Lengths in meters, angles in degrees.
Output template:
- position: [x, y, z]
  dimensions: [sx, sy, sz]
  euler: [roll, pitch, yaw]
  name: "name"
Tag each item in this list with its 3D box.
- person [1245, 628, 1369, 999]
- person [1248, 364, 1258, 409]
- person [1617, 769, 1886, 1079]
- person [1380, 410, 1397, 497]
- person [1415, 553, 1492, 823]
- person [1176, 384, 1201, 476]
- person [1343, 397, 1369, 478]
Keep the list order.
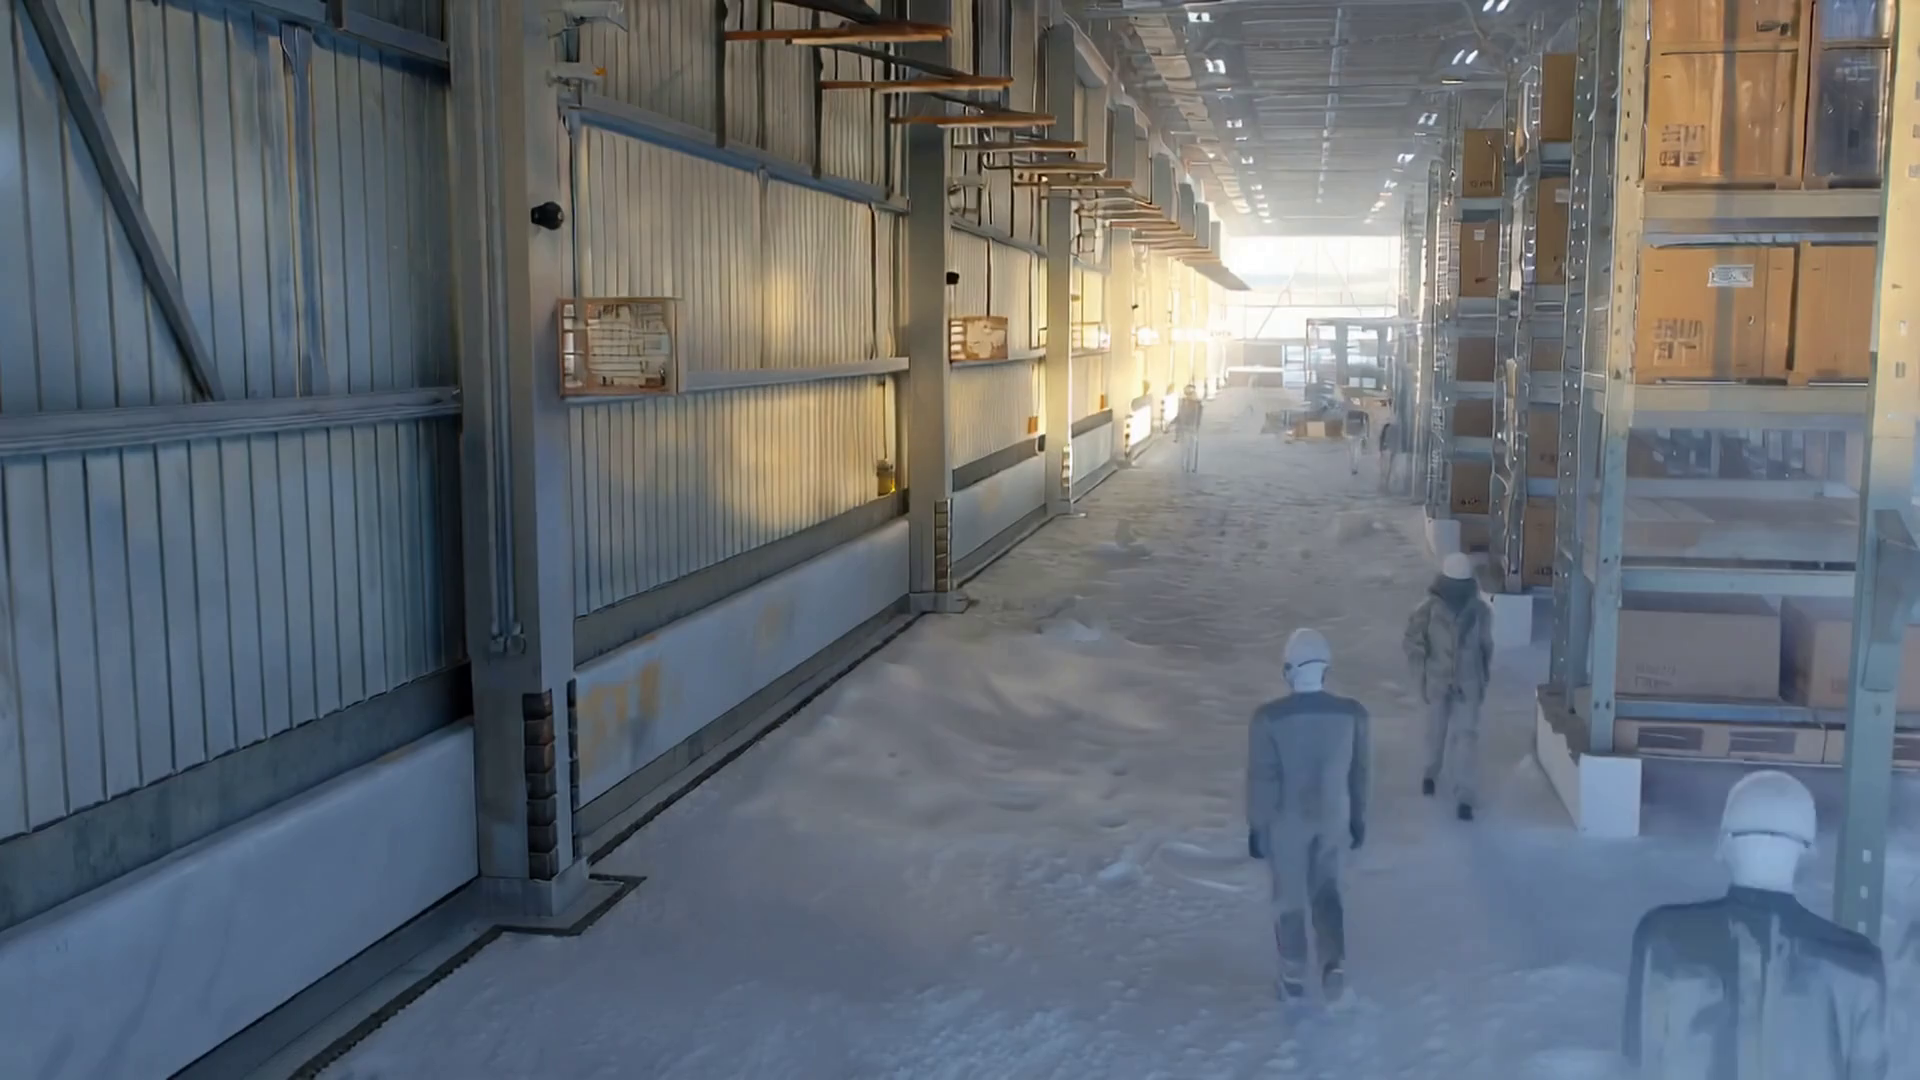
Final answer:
- position: [1.595, 1.272, 7.700]
  dimensions: [0.584, 1.740, 0.381]
  euler: [-1, 7, -9]
  name: "person"
- position: [11.908, -6.242, 67.526]
  dimensions: [0.403, 1.834, 0.580]
  euler: [7, 10, 43]
  name: "person"
- position: [2.045, 1.579, 4.326]
  dimensions: [0.645, 1.975, 0.485]
  euler: [2, 7, 16]
  name: "person"
- position: [8.097, -1.643, 31.458]
  dimensions: [0.307, 1.644, 0.514]
  euler: [0, 7, 1]
  name: "person"
- position: [3.195, 0.911, 10.814]
  dimensions: [0.486, 1.695, 0.935]
  euler: [1, 7, 9]
  name: "person"
- position: [4.963, -2.382, 35.972]
  dimensions: [0.375, 1.995, 0.611]
  euler: [-4, 8, -30]
  name: "person"
- position: [8.510, -2.221, 35.767]
  dimensions: [0.535, 1.729, 0.883]
  euler: [1, 7, 10]
  name: "person"
